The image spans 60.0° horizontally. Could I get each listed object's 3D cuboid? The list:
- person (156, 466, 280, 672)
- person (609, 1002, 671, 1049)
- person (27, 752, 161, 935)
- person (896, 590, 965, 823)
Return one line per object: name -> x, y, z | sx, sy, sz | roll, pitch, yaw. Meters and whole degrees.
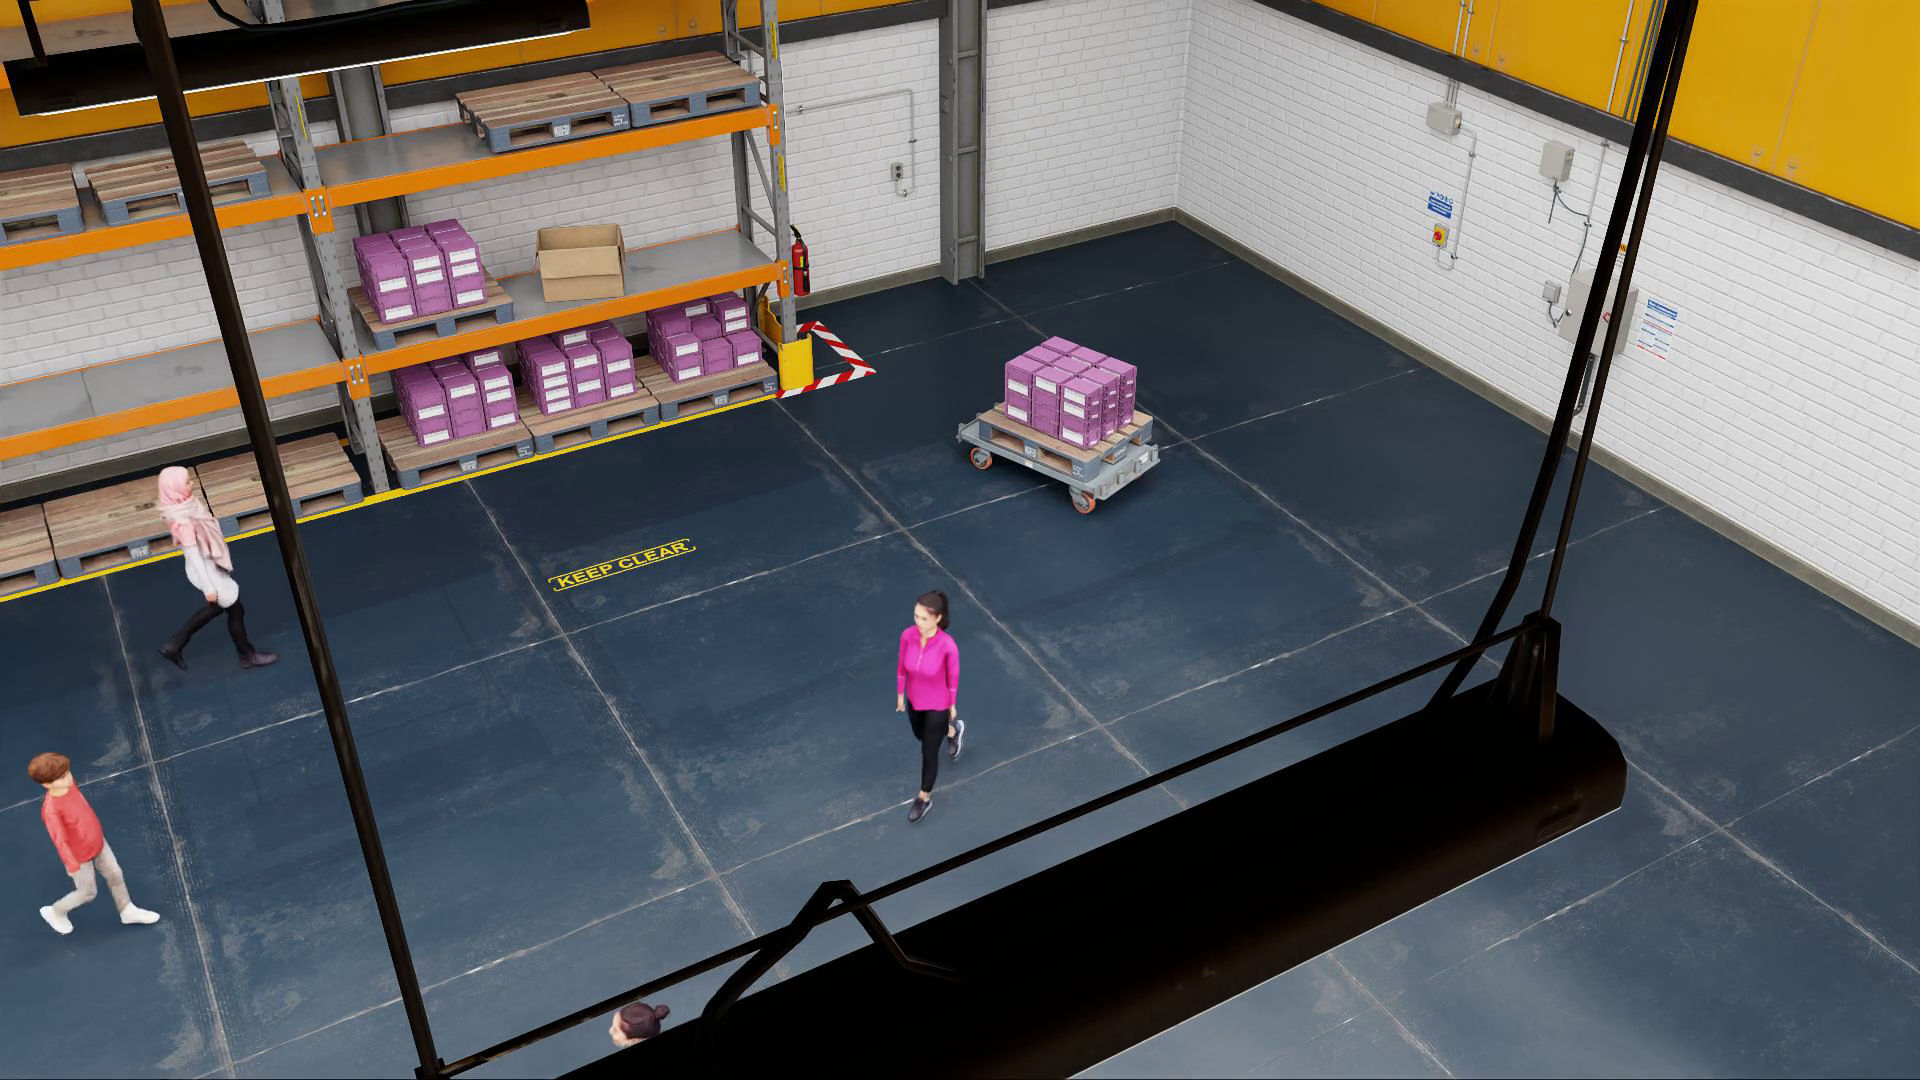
person -> -5.525, 0.273, 12.014 | 1.008, 1.784, 0.657 | -15, 36, -21
person -> -1.472, 2.869, 8.307 | 1.059, 1.565, 0.789 | -7, 34, -10
person -> -5.350, 1.844, 9.997 | 0.938, 1.401, 0.761 | -2, 34, -3
person -> -0.154, 1.024, 10.985 | 0.927, 1.673, 1.120 | 17, 37, 23
